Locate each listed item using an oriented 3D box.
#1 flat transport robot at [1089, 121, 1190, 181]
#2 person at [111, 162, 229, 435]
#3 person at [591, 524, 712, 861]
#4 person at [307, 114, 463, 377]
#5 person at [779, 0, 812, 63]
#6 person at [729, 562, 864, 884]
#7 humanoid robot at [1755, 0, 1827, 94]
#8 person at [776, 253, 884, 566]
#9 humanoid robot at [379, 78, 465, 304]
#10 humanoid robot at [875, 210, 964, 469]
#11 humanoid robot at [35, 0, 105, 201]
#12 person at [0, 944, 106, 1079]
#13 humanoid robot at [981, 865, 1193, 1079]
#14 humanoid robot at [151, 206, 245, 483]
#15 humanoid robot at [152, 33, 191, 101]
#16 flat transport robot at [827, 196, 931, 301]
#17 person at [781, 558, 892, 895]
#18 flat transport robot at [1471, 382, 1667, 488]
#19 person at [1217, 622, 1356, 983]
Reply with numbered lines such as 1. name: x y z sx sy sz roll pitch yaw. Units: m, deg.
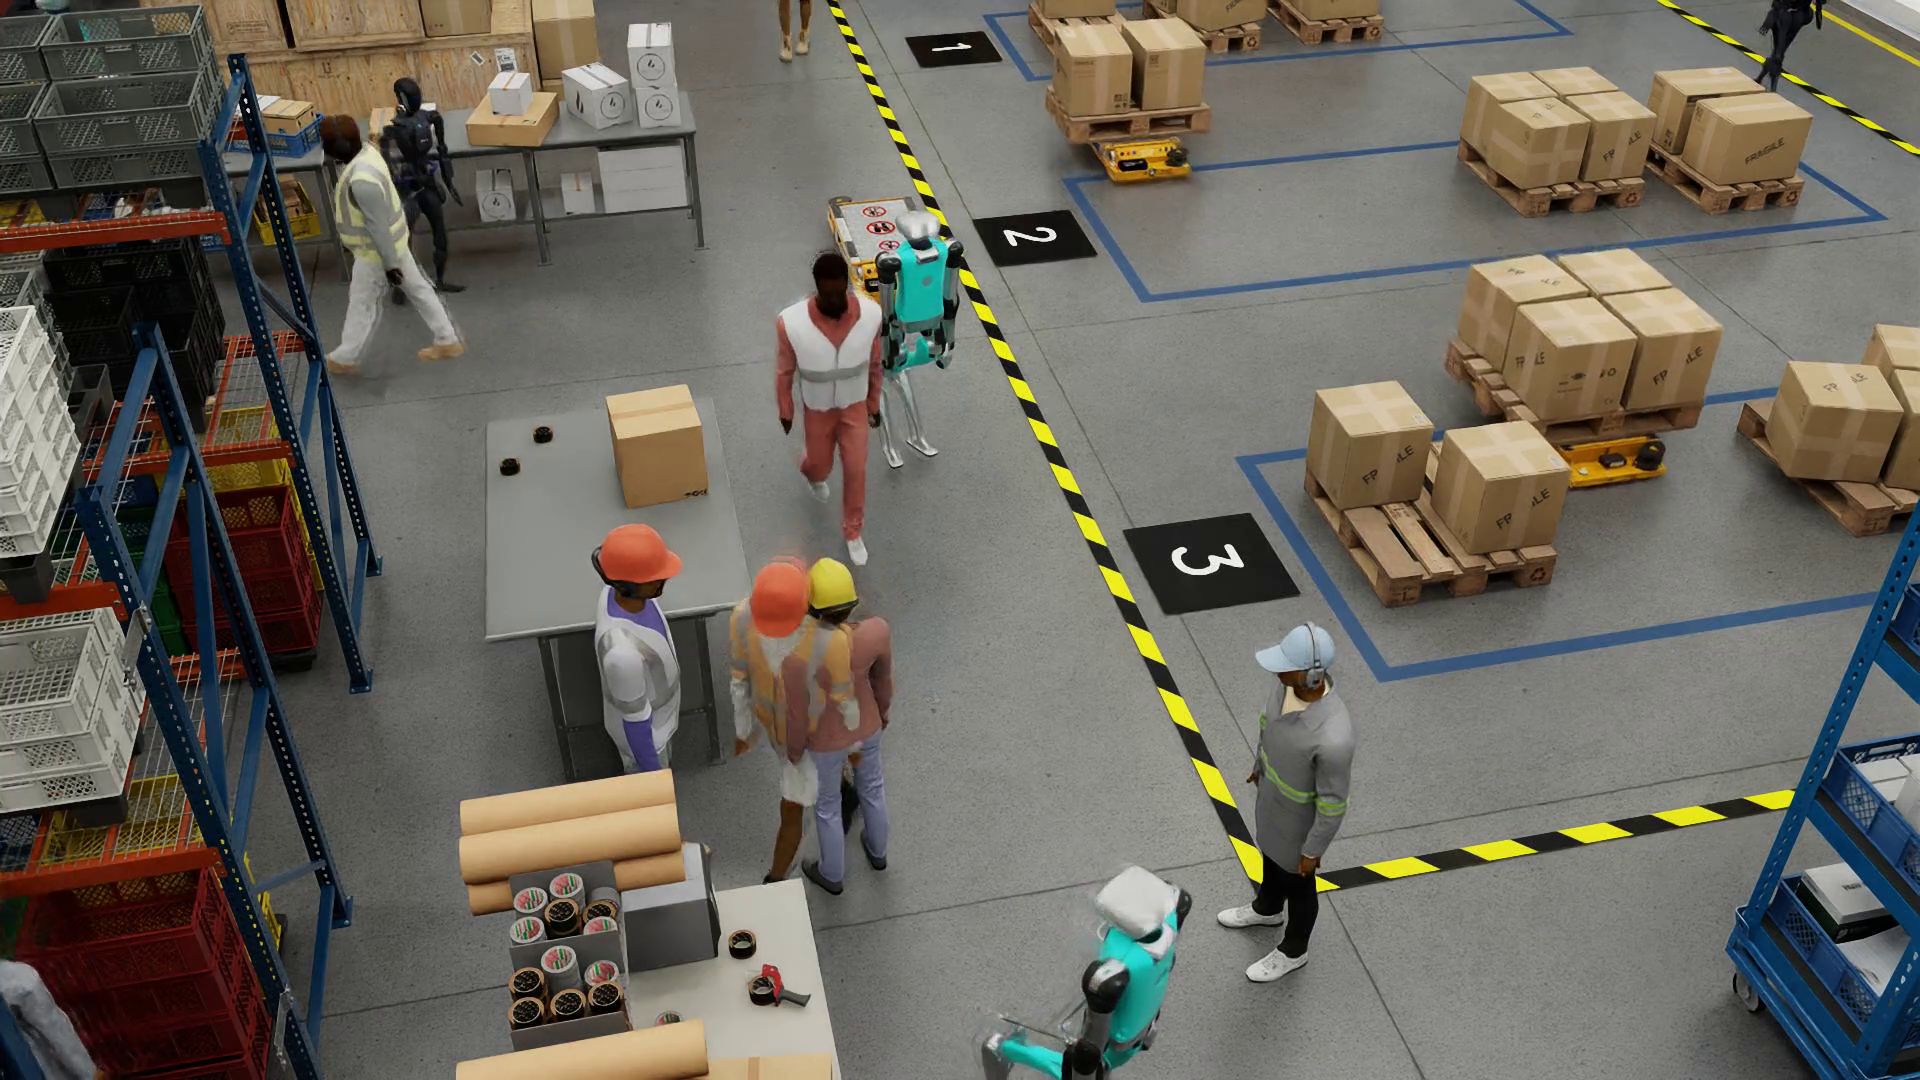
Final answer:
1. flat transport robot: 1.422 -3.468 14.191 0.652 0.197 1.431 -8 37 -10
2. person: -4.904 -1.487 10.246 0.331 1.836 0.505 -27 44 -31
3. person: -1.300 0.764 7.056 0.399 2.035 0.598 -5 37 -6
4. person: -3.876 -1.915 10.855 0.993 1.781 0.630 -7 37 -10
5. person: -1.523 -5.428 15.401 0.621 1.993 0.757 1 37 1
6. person: -0.696 0.781 7.166 0.553 1.869 0.986 18 40 23
7. humanoid robot: 7.393 -4.657 14.647 0.608 1.638 0.630 -12 38 -15
8. person: -0.723 -0.801 9.269 0.602 1.897 0.681 -10 38 -13
9. humanoid robot: -3.845 -2.461 11.687 0.467 1.646 0.598 23 42 28
10. humanoid robot: -0.349 -1.254 9.896 0.533 1.677 0.735 -18 40 -23
11. humanoid robot: -6.553 -3.422 12.955 1.036 1.751 0.544 -8 37 -11
12. person: -3.314 1.861 5.850 0.607 1.718 0.433 -5 37 -7
13. humanoid robot: 0.341 1.726 6.039 0.997 1.775 0.535 24 43 29
14. humanoid robot: -4.610 -1.055 9.772 0.666 1.839 0.541 -17 40 -21
15. humanoid robot: -5.716 -2.950 12.384 0.796 1.635 0.600 -8 37 -10
16. flat transport robot: -0.570 -2.220 12.538 0.659 0.231 1.431 -8 37 -10
17. person: -0.528 0.813 7.205 0.532 1.768 0.308 -22 42 -27
18. flat transport robot: 3.857 -0.835 10.652 0.652 0.197 1.431 -8 37 -10
19. person: 1.321 1.072 6.786 0.398 1.850 0.596 -9 37 -11
